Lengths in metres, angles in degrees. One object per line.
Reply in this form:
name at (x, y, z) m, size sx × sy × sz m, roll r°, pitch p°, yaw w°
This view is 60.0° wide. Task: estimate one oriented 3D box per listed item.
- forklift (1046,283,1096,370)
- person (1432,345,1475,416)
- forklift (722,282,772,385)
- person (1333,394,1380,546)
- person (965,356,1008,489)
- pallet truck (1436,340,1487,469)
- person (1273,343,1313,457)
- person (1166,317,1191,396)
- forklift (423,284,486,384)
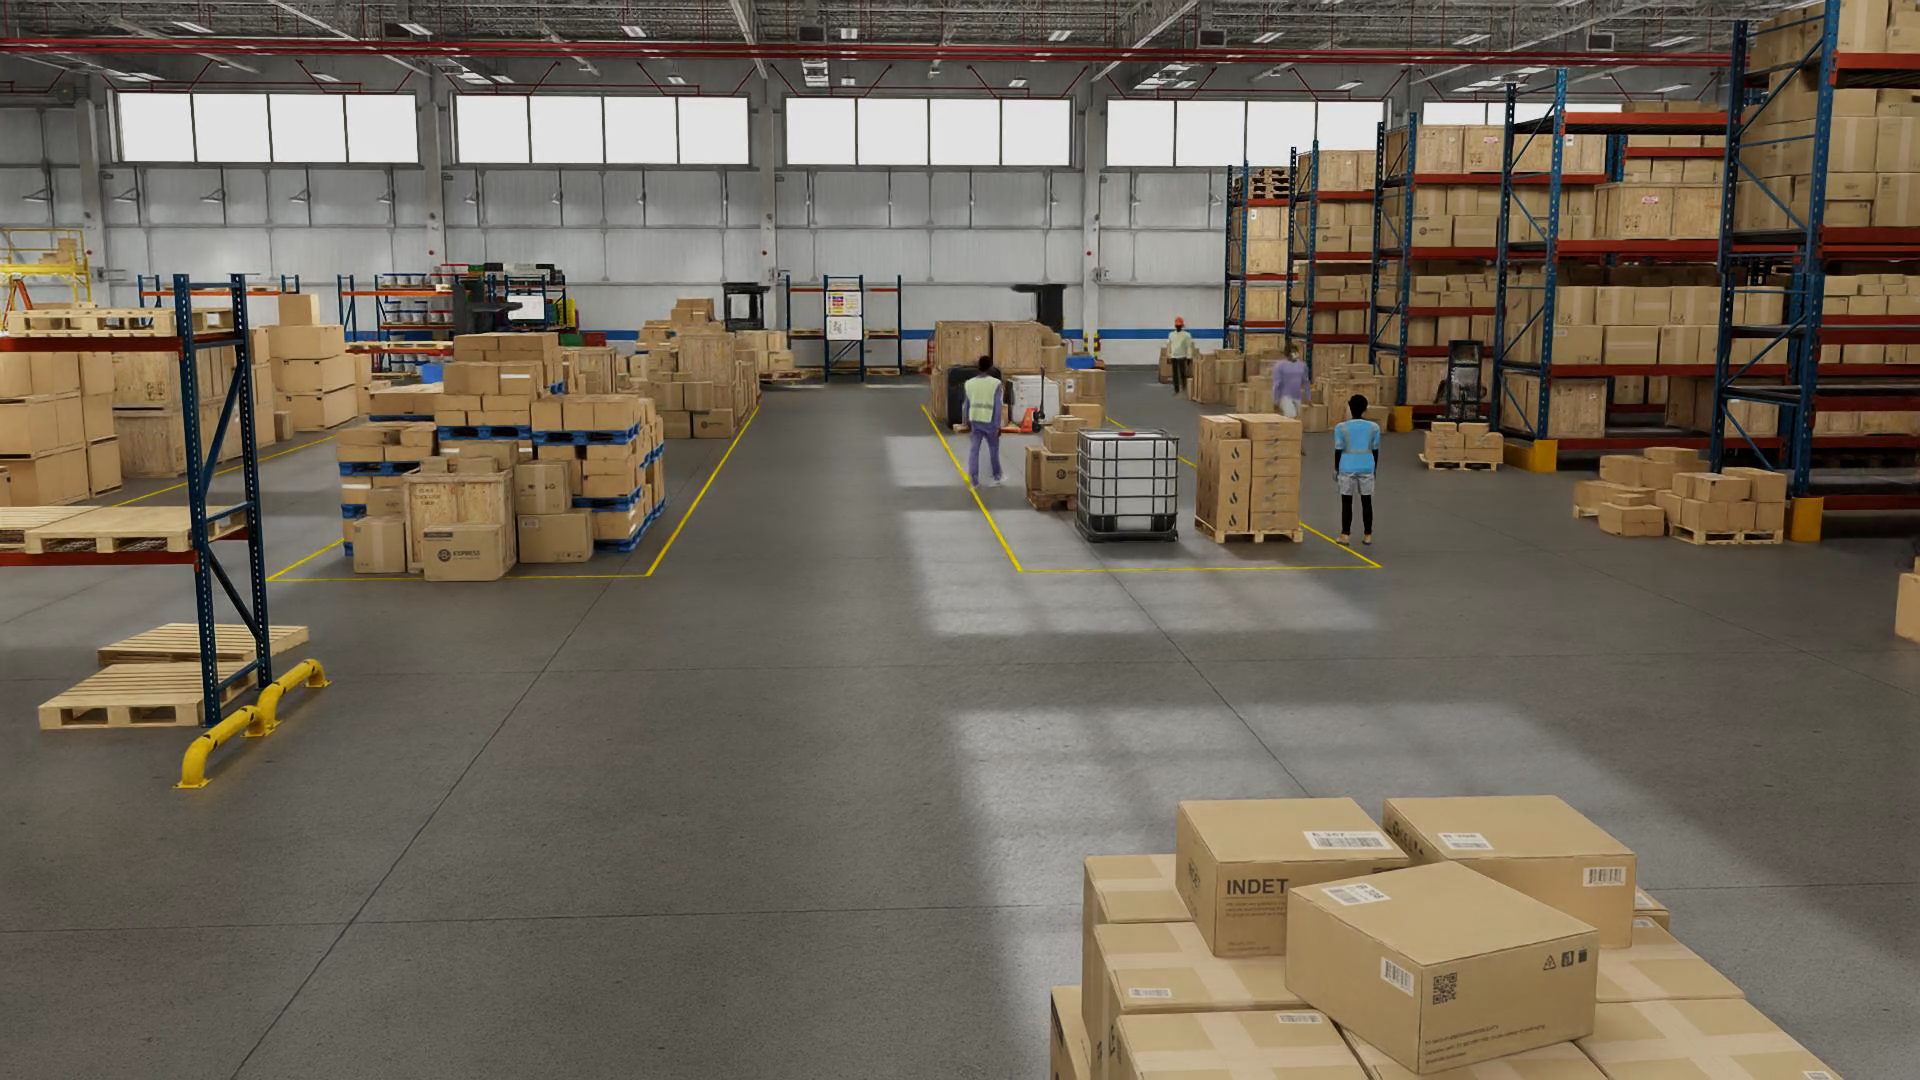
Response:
forklift at (2.273, -4.739, 39.786) m, size 1.873 × 2.768 × 1.129 m, roll -1°, pitch 9°, yaw -4°
person at (8.298, -2.406, 28.116) m, size 0.923 × 1.913 × 0.651 m, roll -3°, pitch 9°, yaw -18°
forklift at (-6.031, -5.694, 45.780) m, size 1.129 × 2.768 × 1.873 m, roll -4°, pitch 10°, yaw -24°
person at (4.427, -0.777, 18.608) m, size 0.536 × 1.696 × 0.322 m, roll -1°, pitch 9°, yaw -3°
person at (0.366, -1.682, 23.743) m, size 0.614 × 1.868 × 0.969 m, roll 4°, pitch 10°, yaw 24°
pallet truck at (8.004, -2.170, 26.422) m, size 0.823 × 1.965 × 1.885 m, roll 2°, pitch 9°, yaw 14°
person at (5.564, -2.363, 27.987) m, size 0.647 × 1.890 × 1.015 m, roll -4°, pitch 10°, yaw -24°
person at (5.471, -4.595, 41.732) m, size 0.619 × 1.979 × 0.439 m, roll 5°, pitch 10°, yaw 30°
forklift at (-10.748, -4.215, 36.494) m, size 1.873 × 2.768 × 1.129 m, roll 2°, pitch 9°, yaw 13°
